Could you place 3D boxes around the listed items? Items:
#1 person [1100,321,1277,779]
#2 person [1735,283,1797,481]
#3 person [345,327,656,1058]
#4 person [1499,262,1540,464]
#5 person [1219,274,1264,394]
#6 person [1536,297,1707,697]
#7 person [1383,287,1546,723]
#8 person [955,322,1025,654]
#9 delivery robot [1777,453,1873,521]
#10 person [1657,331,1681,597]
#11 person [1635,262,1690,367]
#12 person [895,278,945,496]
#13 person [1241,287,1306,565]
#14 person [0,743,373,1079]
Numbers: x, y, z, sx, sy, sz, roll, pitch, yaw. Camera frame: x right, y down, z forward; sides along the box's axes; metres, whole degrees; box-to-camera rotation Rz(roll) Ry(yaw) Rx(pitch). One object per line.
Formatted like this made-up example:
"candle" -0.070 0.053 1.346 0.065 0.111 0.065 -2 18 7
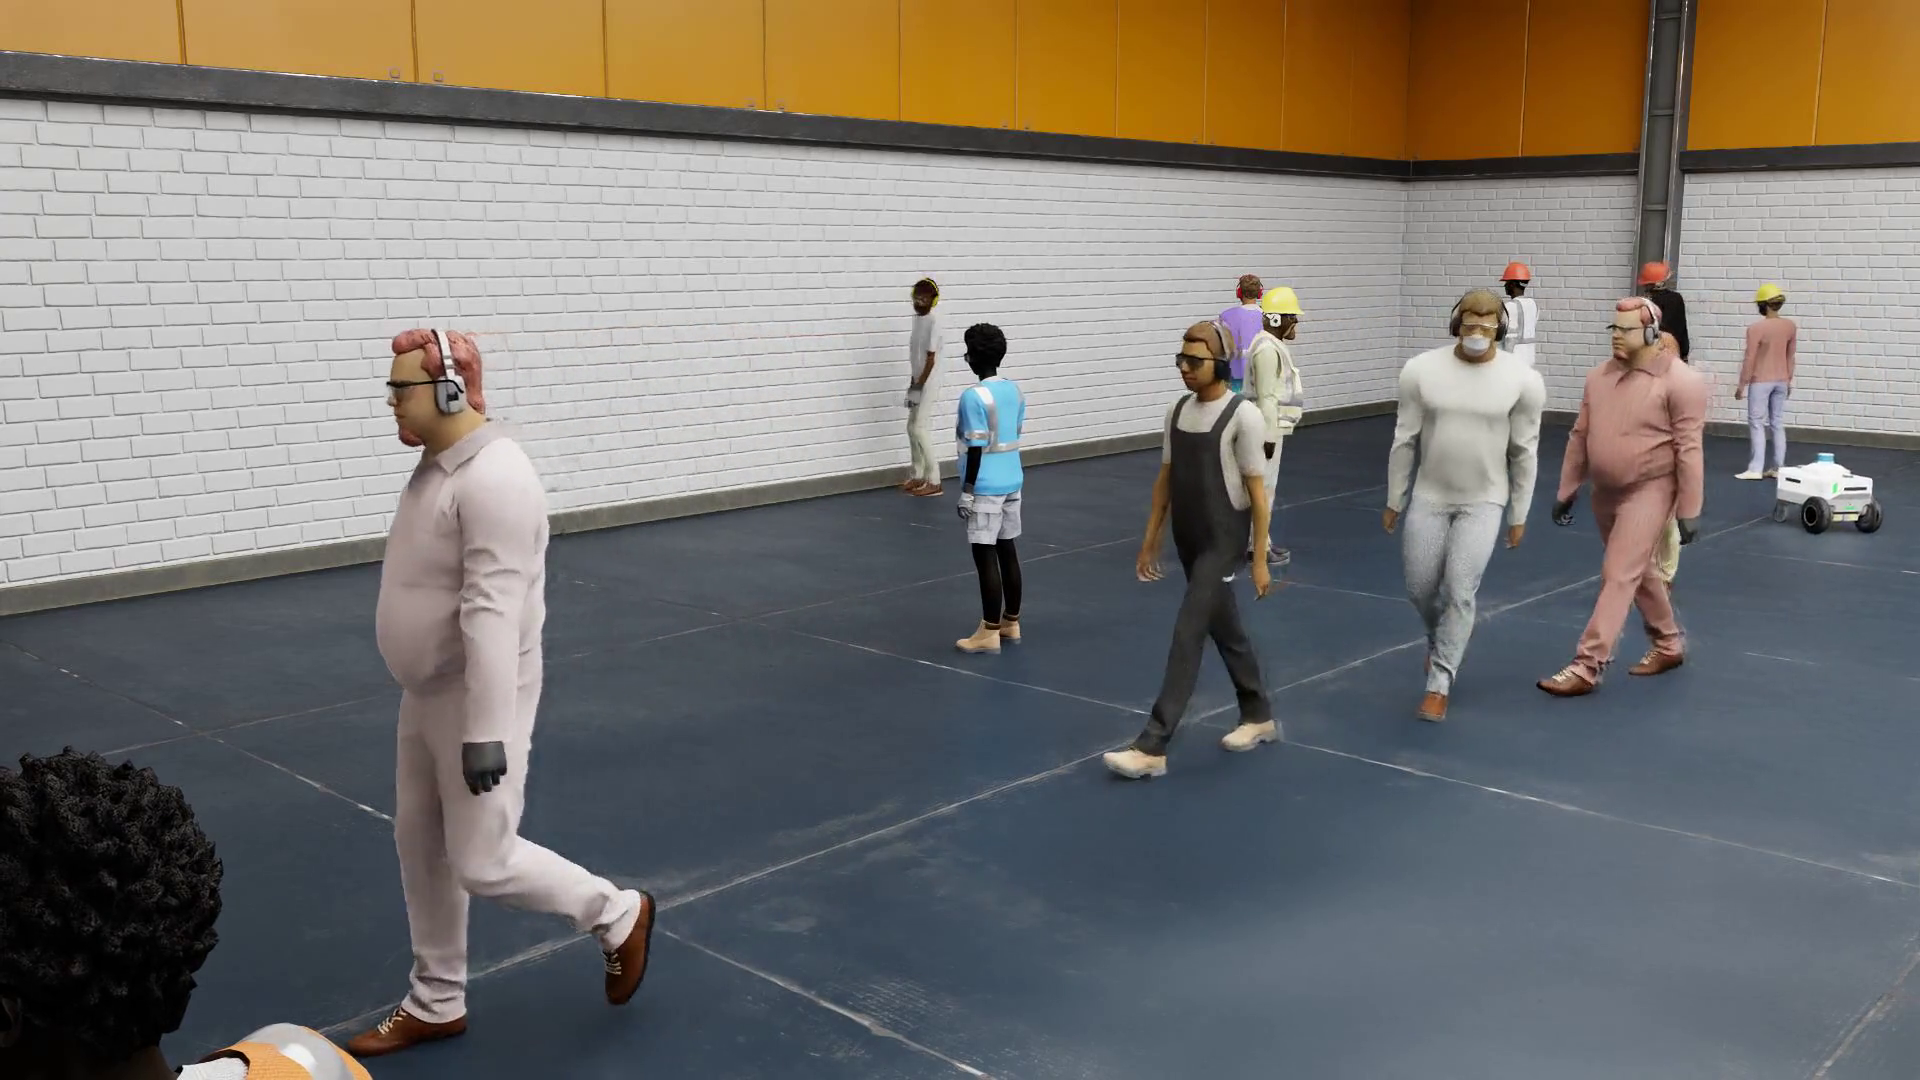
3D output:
"person" 0.968 0.024 6.651 0.961 1.795 0.527 -6 12 -31
"person" 7.211 -1.408 14.885 0.535 1.766 0.330 -3 10 -17
"person" -1.209 0.395 4.277 0.712 1.884 0.653 -7 12 -35
"person" 5.337 -1.699 16.046 0.547 1.938 0.377 -10 14 -44
"person" 2.546 -1.416 14.695 0.569 1.845 0.384 -2 10 -12
"person" 3.143 -0.212 7.840 1.017 1.855 0.666 -4 11 -22
"person" 2.238 -0.169 7.407 0.663 1.911 0.623 4 11 24
"person" 0.147 -0.266 8.564 0.317 1.698 0.540 5 11 28
"delivery robot" 6.396 -0.399 12.313 0.477 0.478 0.707 -1 10 -8
"person" 4.003 -0.400 9.627 0.502 1.591 0.842 8 13 39
"person" 7.077 -1.824 16.778 0.713 1.934 0.421 -6 12 -31
"person" -0.319 -1.283 13.996 0.360 1.833 0.584 -3 11 -18
"person" 2.052 -0.745 10.956 0.403 1.825 0.591 2 10 10
"person" -0.659 0.998 1.398 0.320 1.694 0.531 3 10 17
